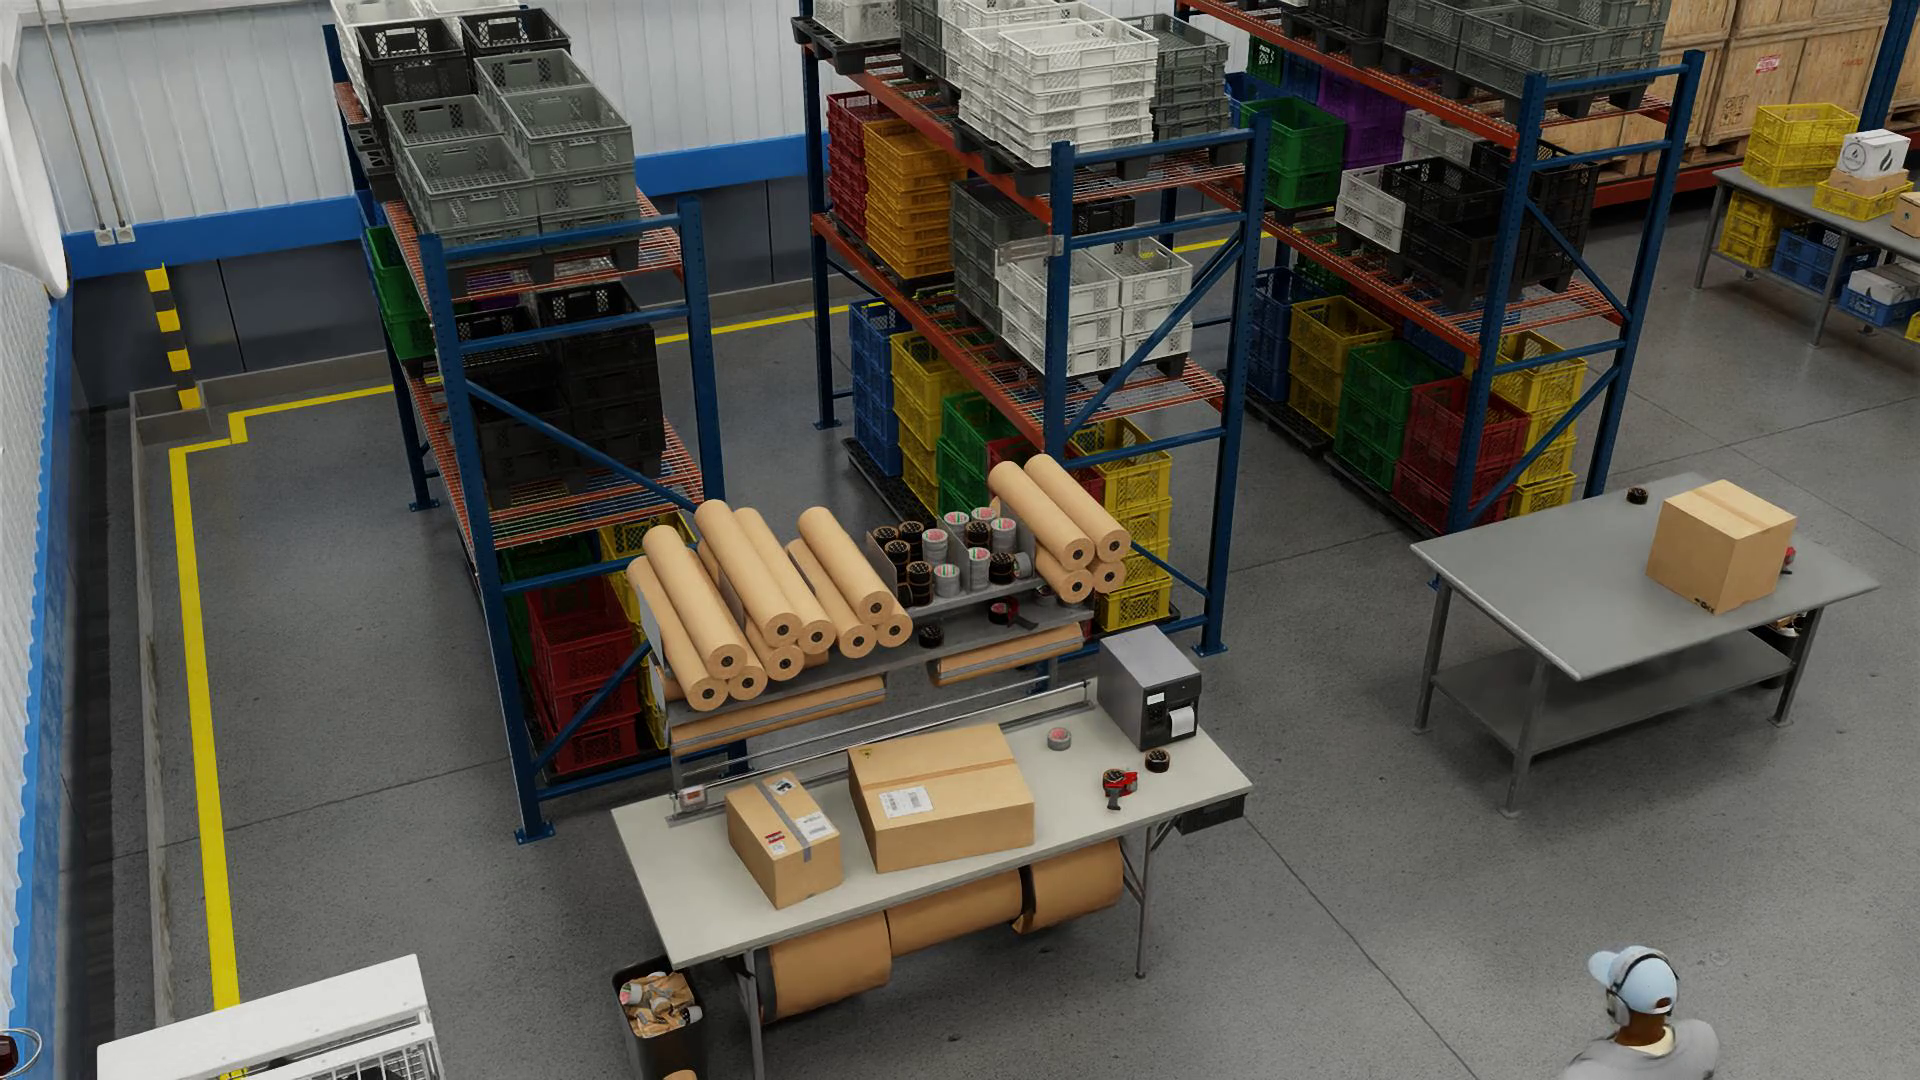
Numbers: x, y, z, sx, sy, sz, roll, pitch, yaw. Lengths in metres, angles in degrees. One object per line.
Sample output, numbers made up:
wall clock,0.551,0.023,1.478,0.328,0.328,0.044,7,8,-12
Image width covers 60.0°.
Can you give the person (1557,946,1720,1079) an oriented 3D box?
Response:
person,1.994,1.980,5.250,0.587,1.847,0.397,-14,34,-21
